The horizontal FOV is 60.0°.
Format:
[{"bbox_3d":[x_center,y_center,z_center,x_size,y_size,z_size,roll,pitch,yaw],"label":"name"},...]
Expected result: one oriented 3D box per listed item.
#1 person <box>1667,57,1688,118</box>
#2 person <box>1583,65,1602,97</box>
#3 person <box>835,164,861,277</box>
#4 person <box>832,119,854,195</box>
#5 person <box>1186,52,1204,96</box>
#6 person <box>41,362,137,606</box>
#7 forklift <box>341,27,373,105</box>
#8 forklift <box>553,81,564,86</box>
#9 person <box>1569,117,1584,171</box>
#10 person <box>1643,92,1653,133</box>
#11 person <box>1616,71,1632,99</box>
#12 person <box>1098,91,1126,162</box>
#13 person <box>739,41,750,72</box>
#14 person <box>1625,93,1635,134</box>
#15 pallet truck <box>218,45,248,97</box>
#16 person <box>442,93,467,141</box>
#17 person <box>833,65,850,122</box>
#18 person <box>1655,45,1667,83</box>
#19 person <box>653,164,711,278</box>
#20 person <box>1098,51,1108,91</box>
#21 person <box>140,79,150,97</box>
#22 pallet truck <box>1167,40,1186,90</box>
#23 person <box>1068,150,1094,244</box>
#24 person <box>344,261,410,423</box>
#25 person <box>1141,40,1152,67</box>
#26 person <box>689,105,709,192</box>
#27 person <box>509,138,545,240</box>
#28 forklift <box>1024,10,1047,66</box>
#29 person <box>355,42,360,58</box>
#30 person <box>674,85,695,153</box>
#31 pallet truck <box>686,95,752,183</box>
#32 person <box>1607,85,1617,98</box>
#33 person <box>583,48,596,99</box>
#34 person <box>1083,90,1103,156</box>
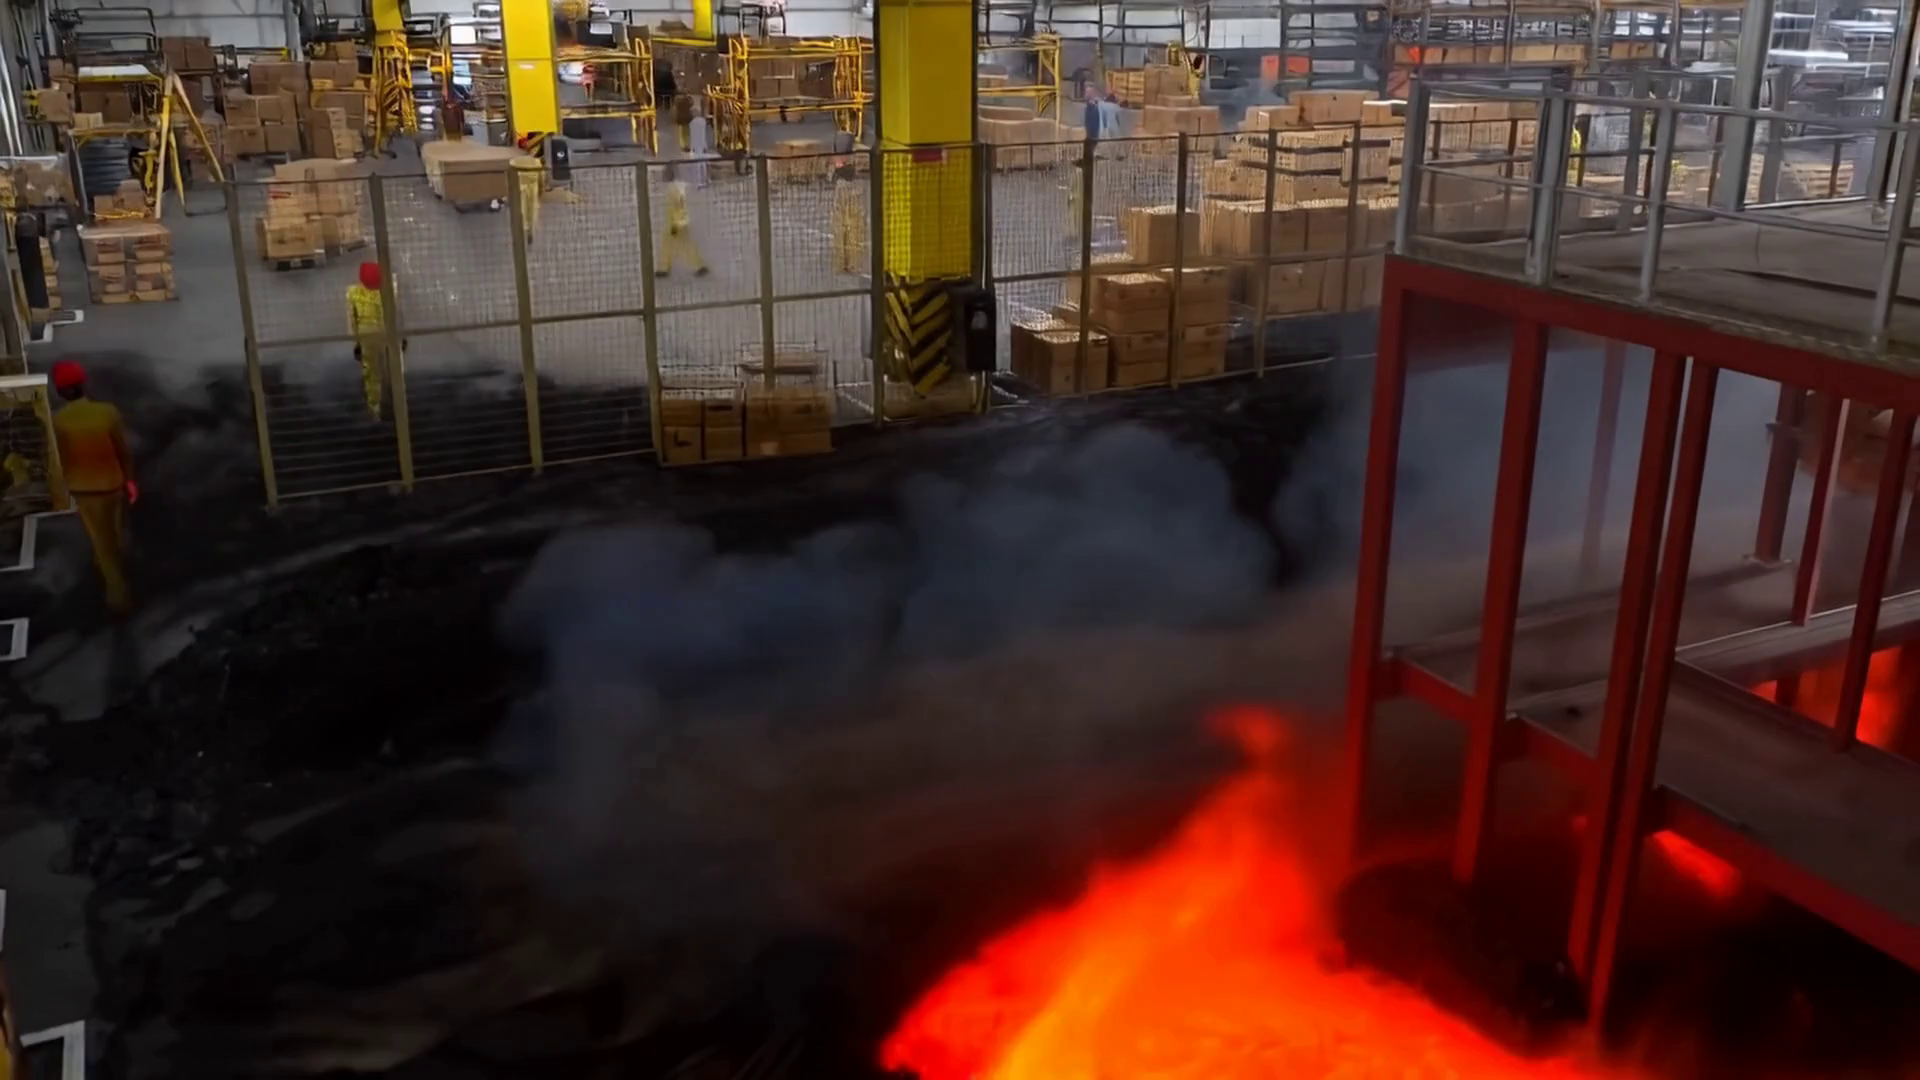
[{"bbox_3d":[24.451,-15.434,56.752,0.623,1.989,0.400,6,20,16],"label":"person"},{"bbox_3d":[19.825,-13.873,52.153,0.536,2.000,0.679,2,19,5],"label":"person"},{"bbox_3d":[-1.853,-5.320,27.660,0.429,1.843,0.627,-1,19,-4],"label":"person"},{"bbox_3d":[-2.622,-8.612,37.438,0.533,1.690,0.321,8,21,22],"label":"person"},{"bbox_3d":[8.887,-17.531,63.028,0.605,1.868,1.000,-2,19,-5],"label":"person"},{"bbox_3d":[-7.076,-0.480,13.468,1.060,1.937,0.637,17,25,41],"label":"person"},{"bbox_3d":[-22.275,-17.346,60.954,1.873,2.768,1.129,-9,21,-25],"label":"forklift"},{"bbox_3d":[-18.163,-20.909,71.281,1.873,2.768,1.129,-12,22,-31],"label":"forklift"},{"bbox_3d":[13.163,-8.124,35.672,0.391,1.920,0.593,14,23,35],"label":"person"},{"bbox_3d":[17.566,-10.517,42.658,0.555,1.901,0.957,2,19,6],"label":"person"},{"bbox_3d":[21.493,-14.318,53.901,0.522,1.741,0.363,16,25,39],"label":"person"},{"bbox_3d":[4.036,-10.934,43.963,0.979,1.816,0.543,15,24,38],"label":"person"},{"bbox_3d":[-9.246,-20.382,71.174,0.630,1.940,0.370,-6,20,-18],"label":"person"},{"bbox_3d":[19.171,-12.085,47.142,0.605,1.938,0.857,-8,21,-23],"label":"person"},{"bbox_3d":[-28.879,-18.665,66.111,0.823,1.965,1.885,-3,19,-9],"label":"pallet truck"},{"bbox_3d":[-12.723,-10.272,41.906,0.561,1.915,0.416,-5,20,-15],"label":"person"},{"bbox_3d":[-3.839,-14.706,54.869,0.581,1.843,0.929,-10,22,-28],"label":"person"},{"bbox_3d":[31.188,-21.061,73.576,0.862,1.654,0.543,16,25,39],"label":"person"},{"bbox_3d":[-4.602,-5.254,27.380,0.952,1.912,0.624,5,20,13],"label":"person"},{"bbox_3d":[5.879,-19.405,68.826,0.517,1.615,0.664,-14,23,-35],"label":"person"},{"bbox_3d":[-25.114,-13.427,51.484,0.519,1.633,0.312,9,21,25],"label":"person"},{"bbox_3d":[9.045,-19.971,69.895,0.823,1.965,1.885,-3,19,-8],"label":"pallet truck"},{"bbox_3d":[2.265,-6.420,31.035,0.488,1.723,0.590,5,20,14],"label":"person"},{"bbox_3d":[-6.556,-2.236,18.746,0.639,1.830,0.429,-12,22,-30],"label":"person"},{"bbox_3d":[8.279,-21.298,73.976,0.429,1.845,0.621,9,21,24],"label":"person"},{"bbox_3d":[-5.984,-8.944,38.020,0.351,1.936,0.634,7,20,21],"label":"person"},{"bbox_3d":[-8.179,-6.630,31.415,0.595,1.880,1.002,-1,19,-3],"label":"person"},{"bbox_3d":[3.593,-25.497,84.581,1.873,2.768,1.129,-9,21,-25],"label":"forklift"},{"bbox_3d":[-27.966,-22.410,77.055,0.635,1.936,0.355,16,25,38],"label":"person"},{"bbox_3d":[-7.382,-11.293,44.875,0.621,1.900,0.499,4,19,12],"label":"person"},{"bbox_3d":[-5.836,-9.608,39.856,0.823,1.965,1.885,10,22,27],"label":"pallet truck"},{"bbox_3d":[17.745,-11.482,45.486,0.533,1.866,0.315,-9,21,-25],"label":"person"},{"bbox_3d":[-14.475,-18.216,64.941,0.548,1.900,0.862,-10,21,-27],"label":"person"},{"bbox_3d":[3.586,-11.241,44.905,0.522,1.809,0.896,0,19,0],"label":"person"}]
